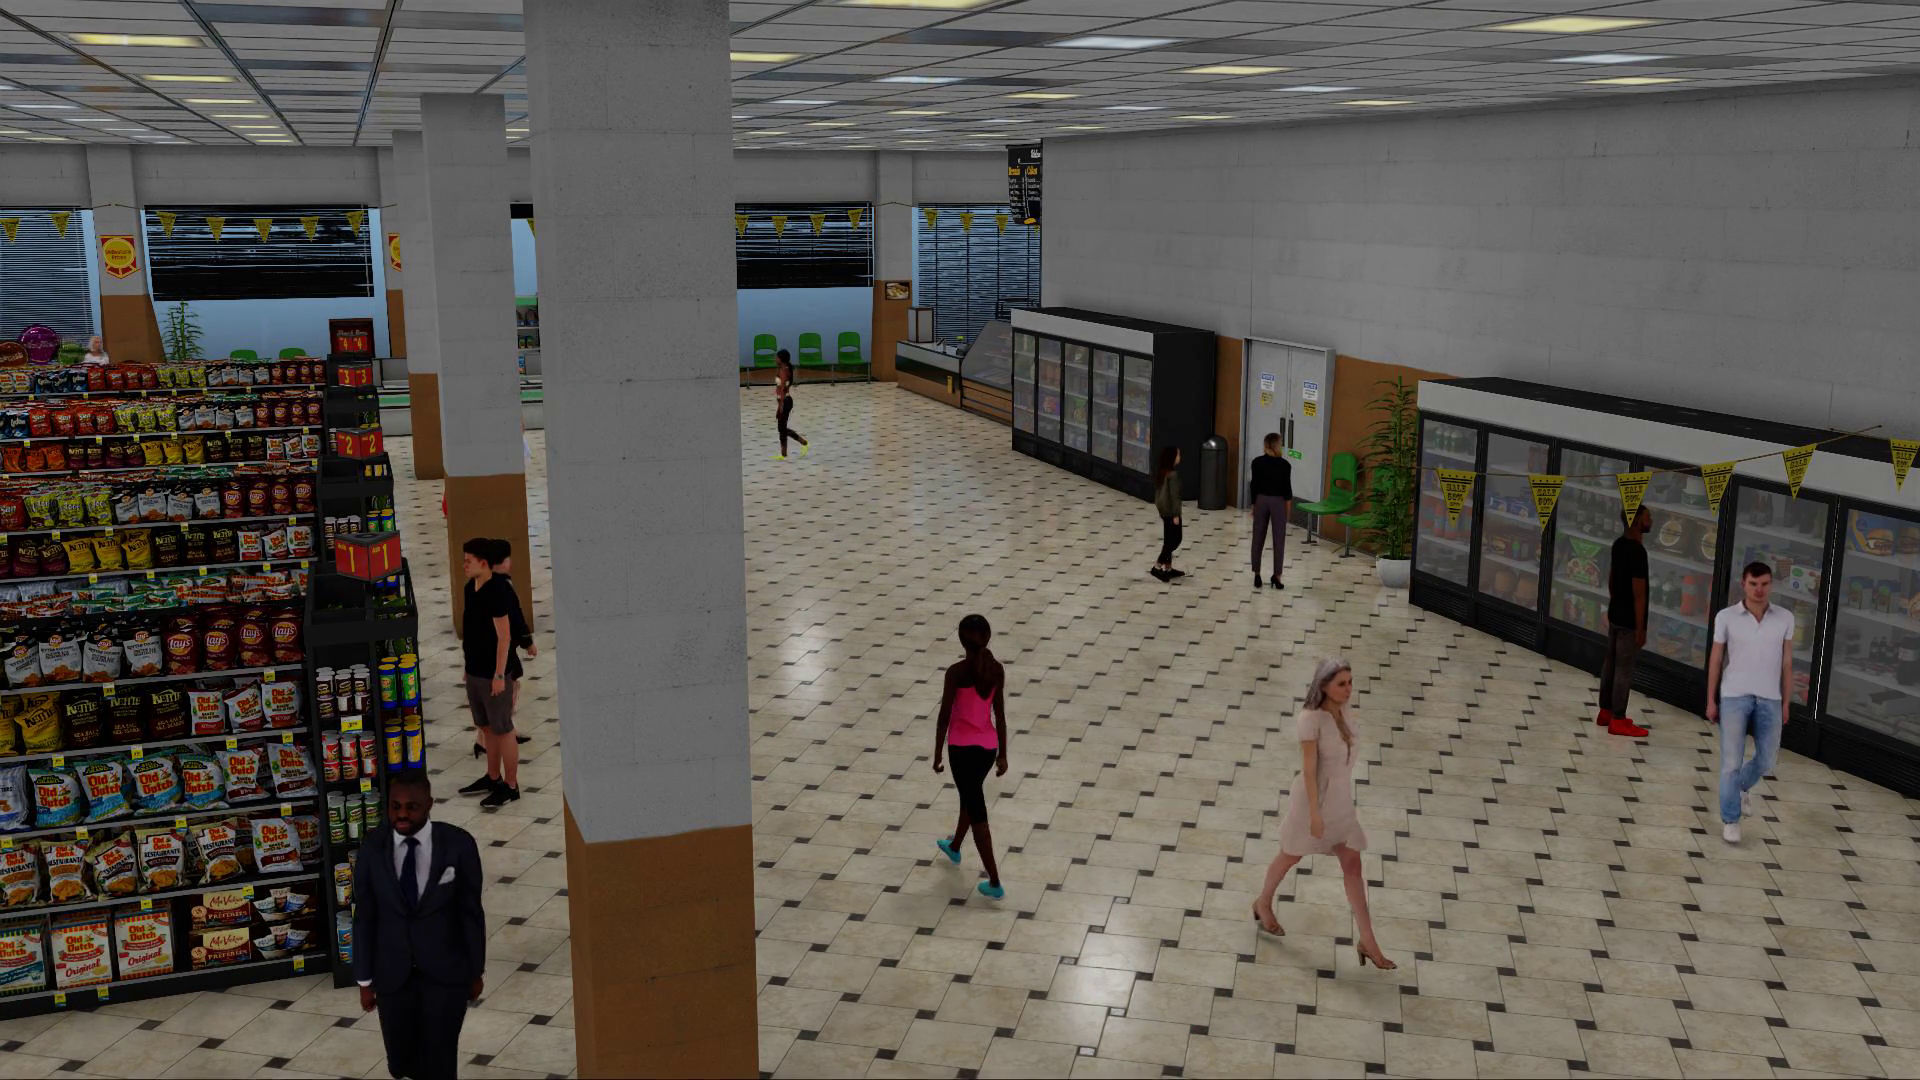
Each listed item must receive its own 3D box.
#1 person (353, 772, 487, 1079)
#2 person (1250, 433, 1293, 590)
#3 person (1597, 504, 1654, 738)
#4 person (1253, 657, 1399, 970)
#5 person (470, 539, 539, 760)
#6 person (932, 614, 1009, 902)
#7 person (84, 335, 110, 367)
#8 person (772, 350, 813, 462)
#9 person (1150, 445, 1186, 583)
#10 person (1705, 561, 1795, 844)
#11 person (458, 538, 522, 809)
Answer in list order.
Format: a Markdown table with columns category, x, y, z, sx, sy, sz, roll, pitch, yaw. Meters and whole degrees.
| category | x | y | z | sx | sy | sz | roll | pitch | yaw |
| --- | --- | --- | --- | --- | --- | --- | --- | --- | --- |
| person | -2.287 | 1.838 | 7.103 | 1.072 | 1.801 | 0.944 | -1 | 12 | -5 |
| person | 3.280 | -0.309 | 17.616 | 0.687 | 1.670 | 0.736 | 6 | 13 | 28 |
| person | 5.179 | 0.605 | 12.950 | 0.663 | 1.805 | 0.704 | 0 | 12 | 0 |
| person | 1.892 | 1.478 | 9.112 | 1.178 | 1.678 | 0.952 | -10 | 15 | -39 |
| person | -3.502 | 0.835 | 12.238 | 0.800 | 1.648 | 0.782 | -9 | 15 | -35 |
| person | 0.109 | 1.318 | 9.883 | 1.080 | 1.673 | 0.734 | -6 | 13 | -26 |
| person | -14.845 | -2.633 | 28.560 | 1.128 | 1.709 | 1.045 | 5 | 13 | 21 |
| person | -2.637 | -2.078 | 25.844 | 0.937 | 1.741 | 0.734 | 0 | 12 | 0 |
| person | 2.242 | -0.294 | 18.021 | 0.713 | 1.475 | 0.651 | -2 | 12 | -9 |
| person | 5.127 | 1.033 | 10.845 | 0.927 | 1.836 | 0.957 | 3 | 12 | 12 |
| person | -3.237 | 0.891 | 11.455 | 0.708 | 1.861 | 0.760 | -10 | 16 | -40 |
